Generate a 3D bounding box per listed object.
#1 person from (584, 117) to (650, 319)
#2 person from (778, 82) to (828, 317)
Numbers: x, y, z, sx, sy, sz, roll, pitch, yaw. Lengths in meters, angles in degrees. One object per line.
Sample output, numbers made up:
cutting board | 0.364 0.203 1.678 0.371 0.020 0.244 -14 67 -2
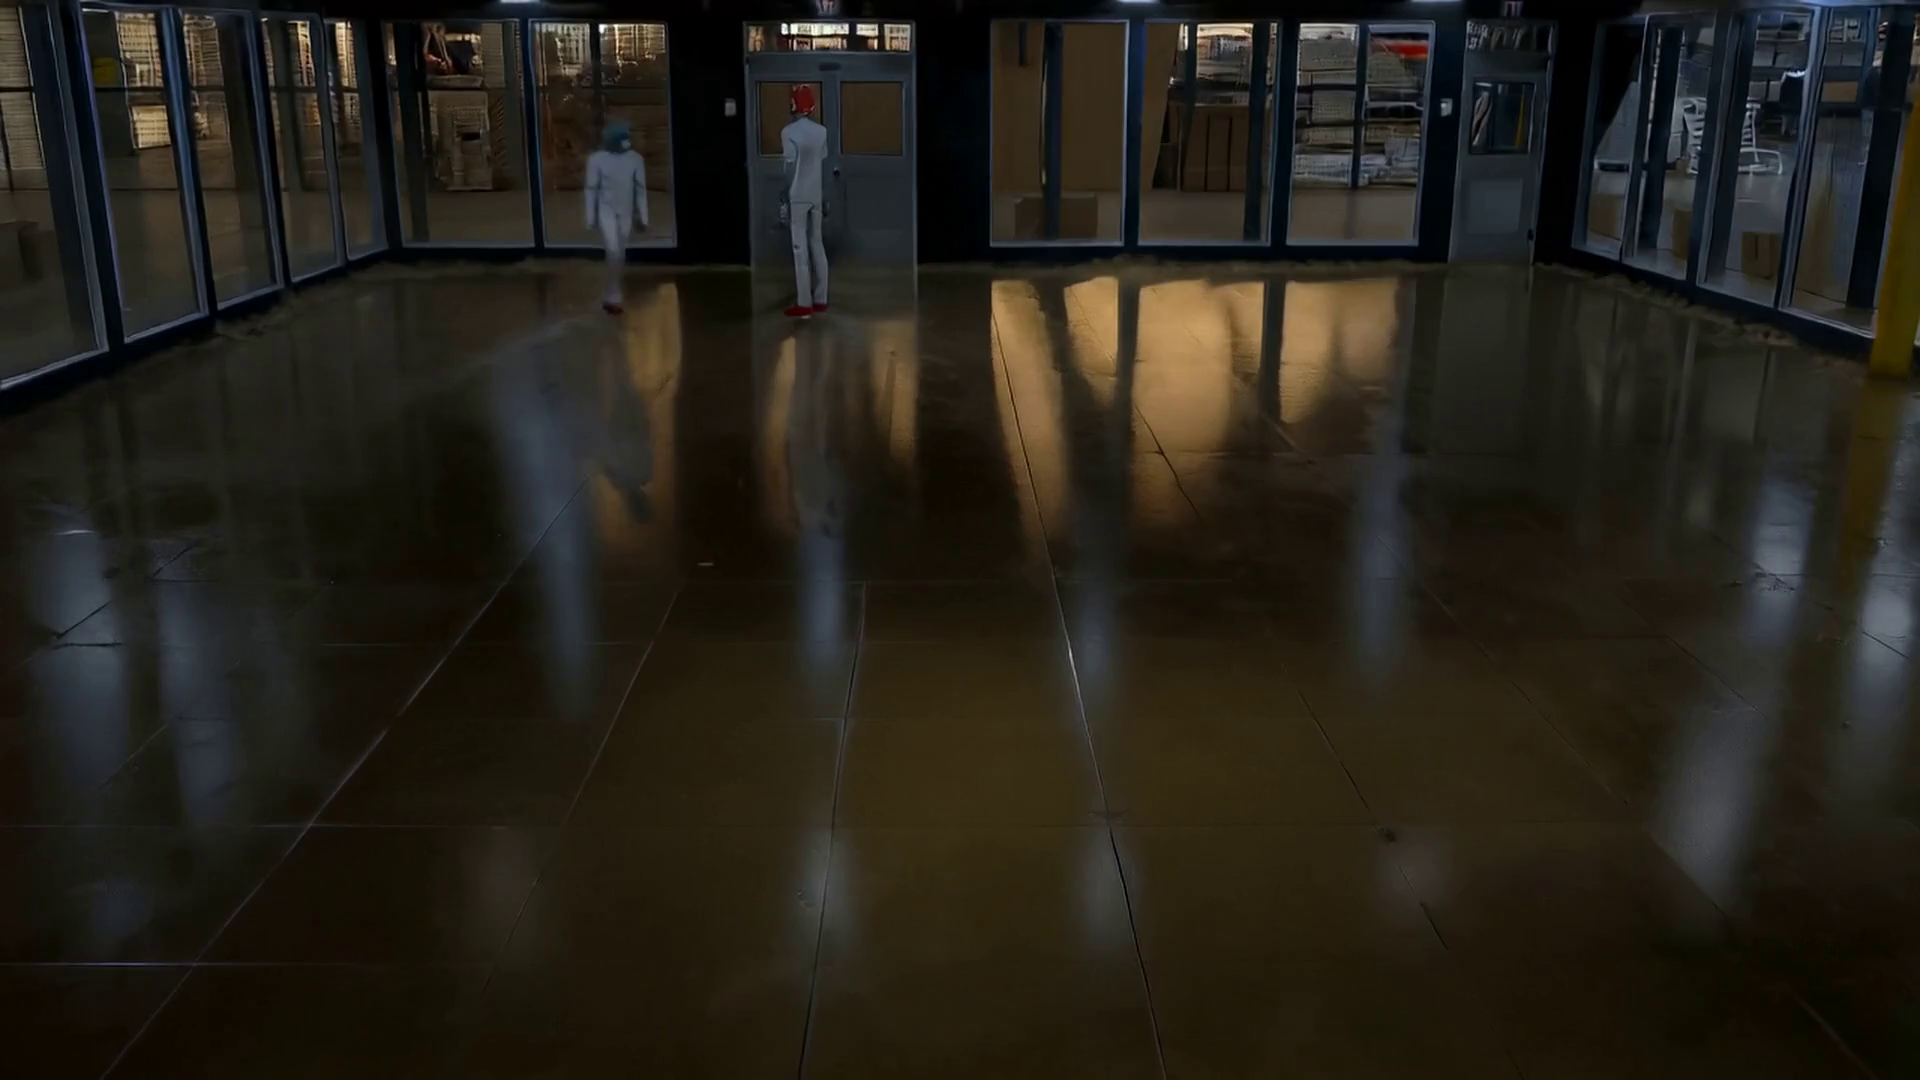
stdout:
person | -2.773 -2.599 13.465 0.509 1.605 0.670 -15 22 -41
person | -1.283 -2.760 13.559 0.328 1.876 0.514 12 20 36
